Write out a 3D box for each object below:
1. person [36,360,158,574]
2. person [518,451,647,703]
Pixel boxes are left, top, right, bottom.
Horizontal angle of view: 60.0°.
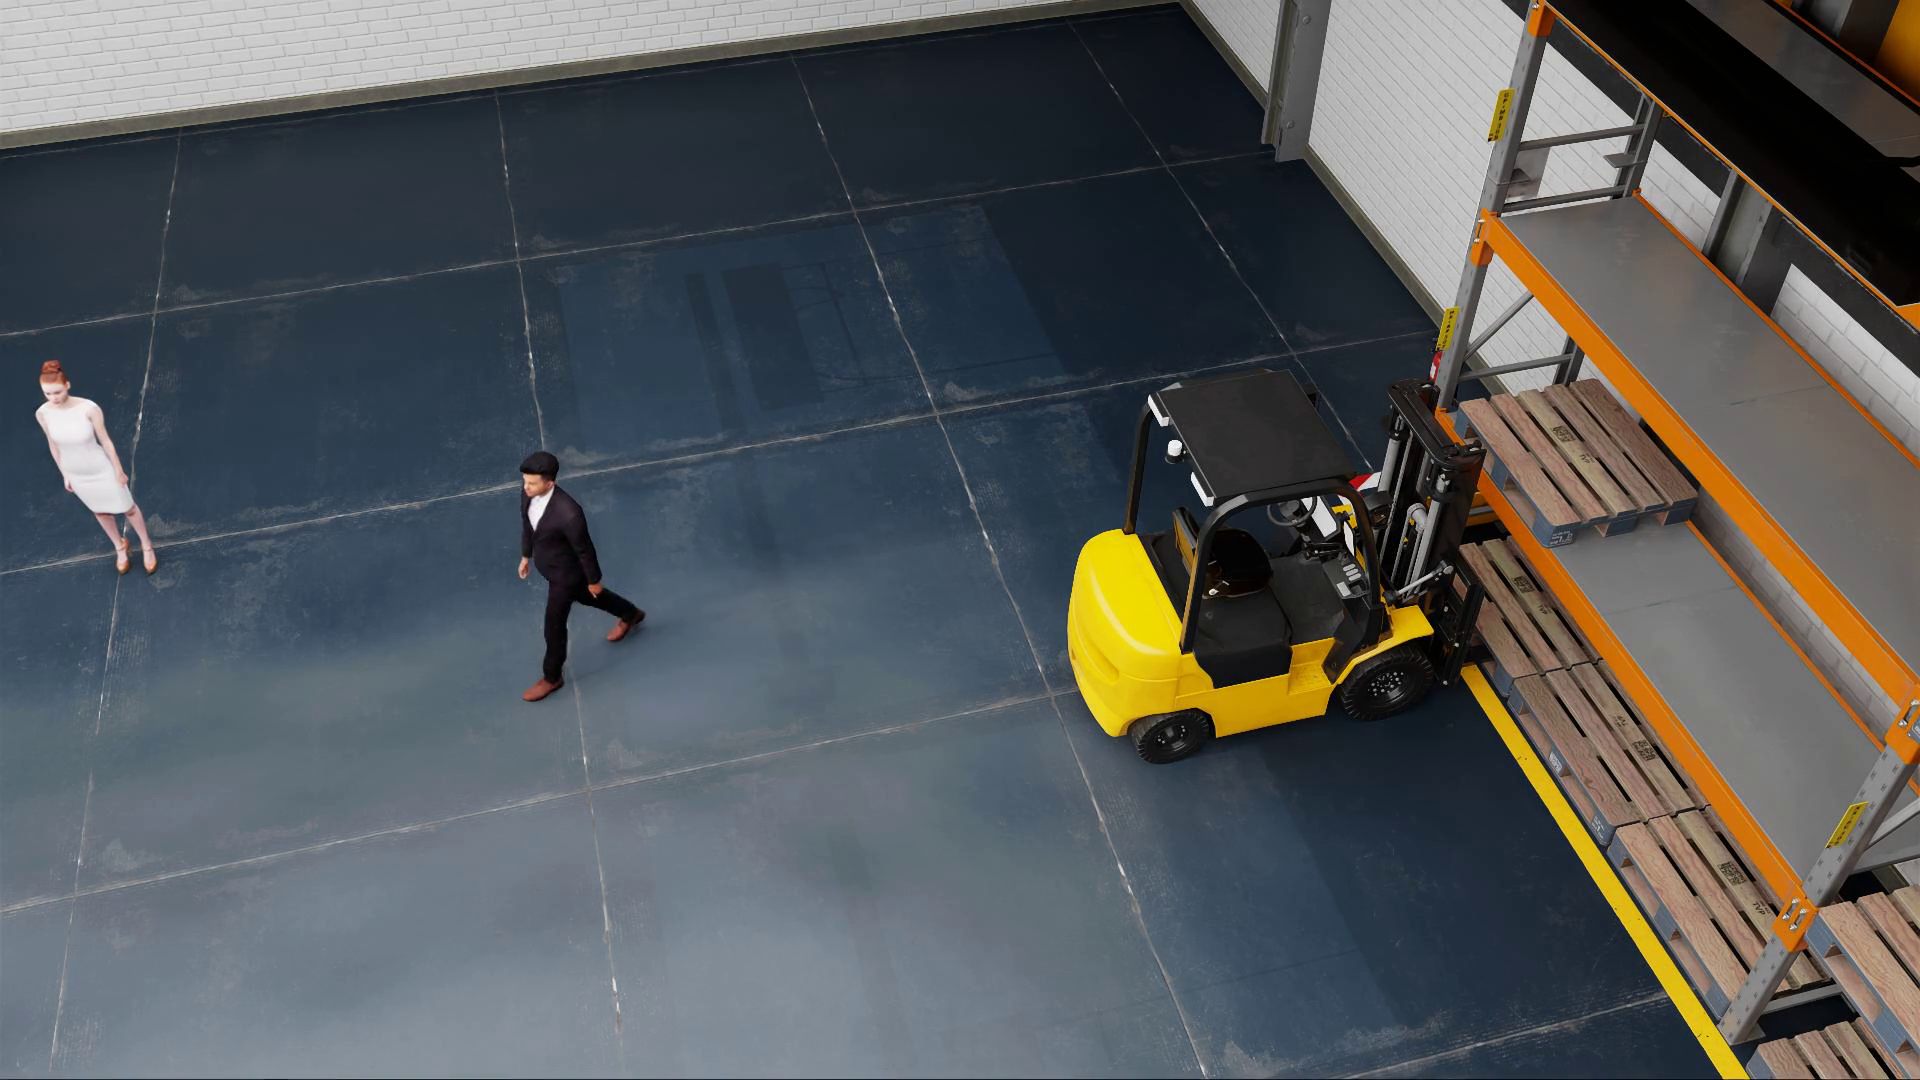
[{"bbox_3d":[-5.786,-0.469,11.133,0.585,1.794,0.534,-4,44,-4],"label":"person"},{"bbox_3d":[-2.422,0.119,10.483,1.106,1.840,1.274,-30,51,-27],"label":"person"}]
